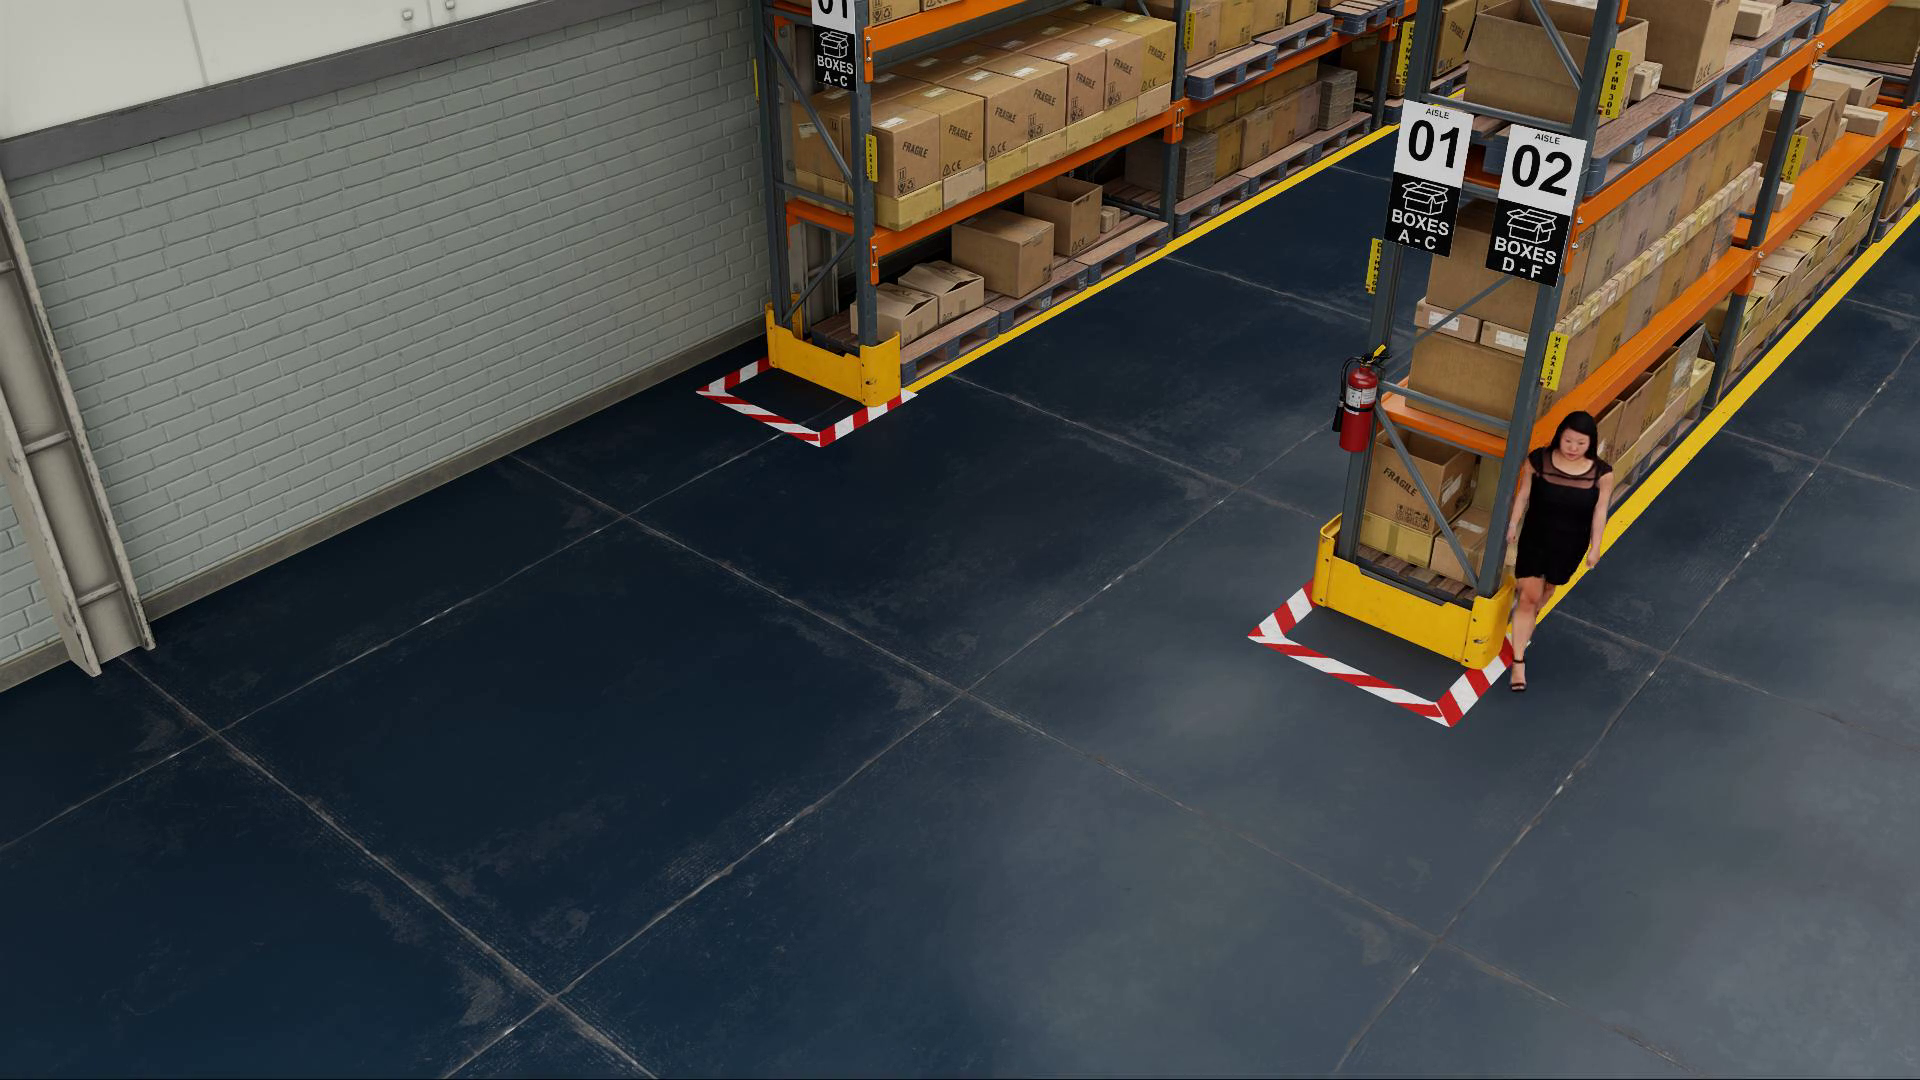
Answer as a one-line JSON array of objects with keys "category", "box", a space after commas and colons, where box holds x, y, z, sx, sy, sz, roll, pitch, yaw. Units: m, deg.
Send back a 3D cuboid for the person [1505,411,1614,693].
[{"category": "person", "box": [3.385, -0.004, 9.524, 0.949, 1.663, 1.174, 9, 34, 14]}]
